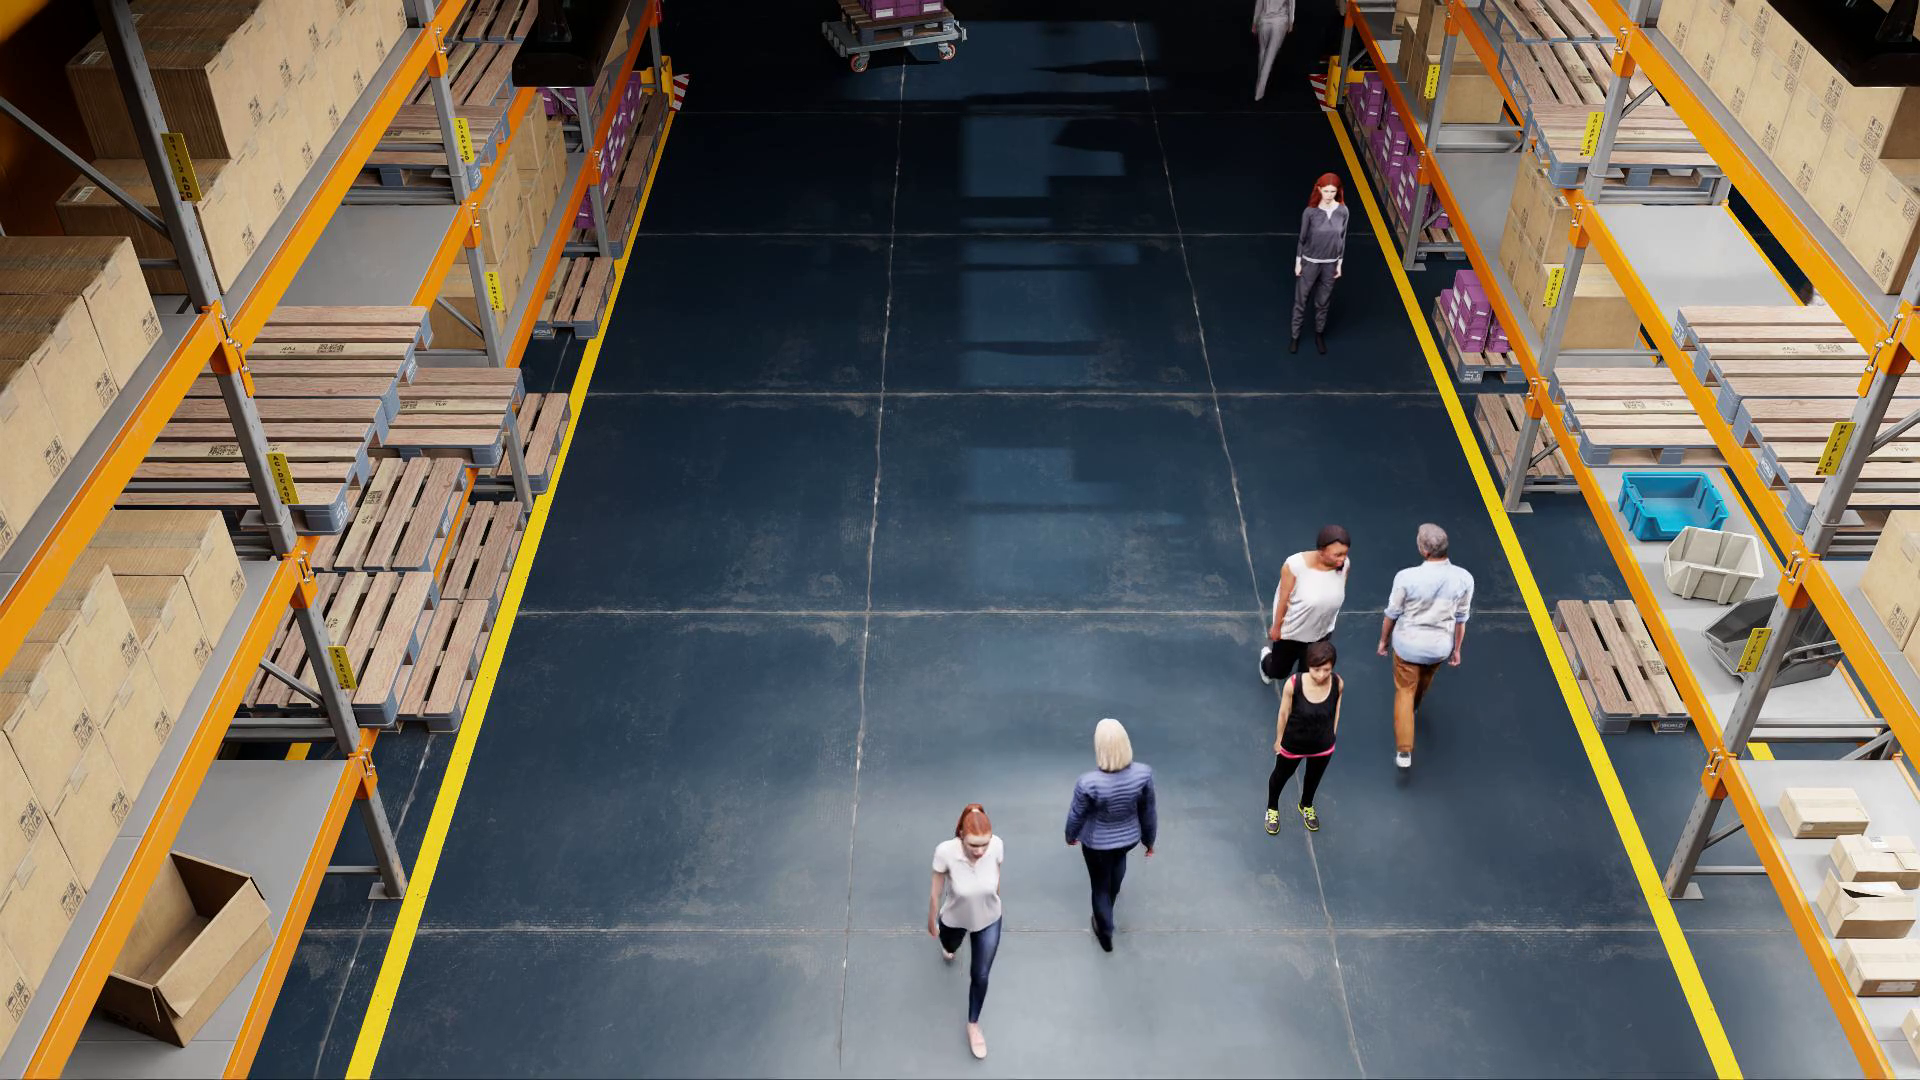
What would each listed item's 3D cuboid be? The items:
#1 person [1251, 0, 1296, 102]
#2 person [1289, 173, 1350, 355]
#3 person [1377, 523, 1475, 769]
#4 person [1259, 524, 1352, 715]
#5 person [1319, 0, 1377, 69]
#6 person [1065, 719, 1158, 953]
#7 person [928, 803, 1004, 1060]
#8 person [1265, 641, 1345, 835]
[{"bbox_3d":[3.626,-5.979,19.441,0.837,1.749,0.989,16,41,19],"label":"person"},{"bbox_3d":[3.253,-2.510,15.073,0.564,1.778,0.482,1,39,1],"label":"person"},{"bbox_3d":[3.062,0.736,11.006,0.756,1.782,1.154,4,39,4],"label":"person"},{"bbox_3d":[2.336,0.536,11.346,0.815,1.670,0.956,-8,39,-9],"label":"person"},{"bbox_3d":[4.677,-6.630,20.161,0.787,1.868,0.924,-2,39,-3],"label":"person"},{"bbox_3d":[0.909,1.794,9.730,0.784,1.722,0.889,-9,39,-11],"label":"person"},{"bbox_3d":[0.026,2.063,9.409,0.733,1.702,1.172,-6,39,-8],"label":"person"},{"bbox_3d":[2.205,1.239,10.560,0.559,1.552,0.516,-3,39,-4],"label":"person"}]
